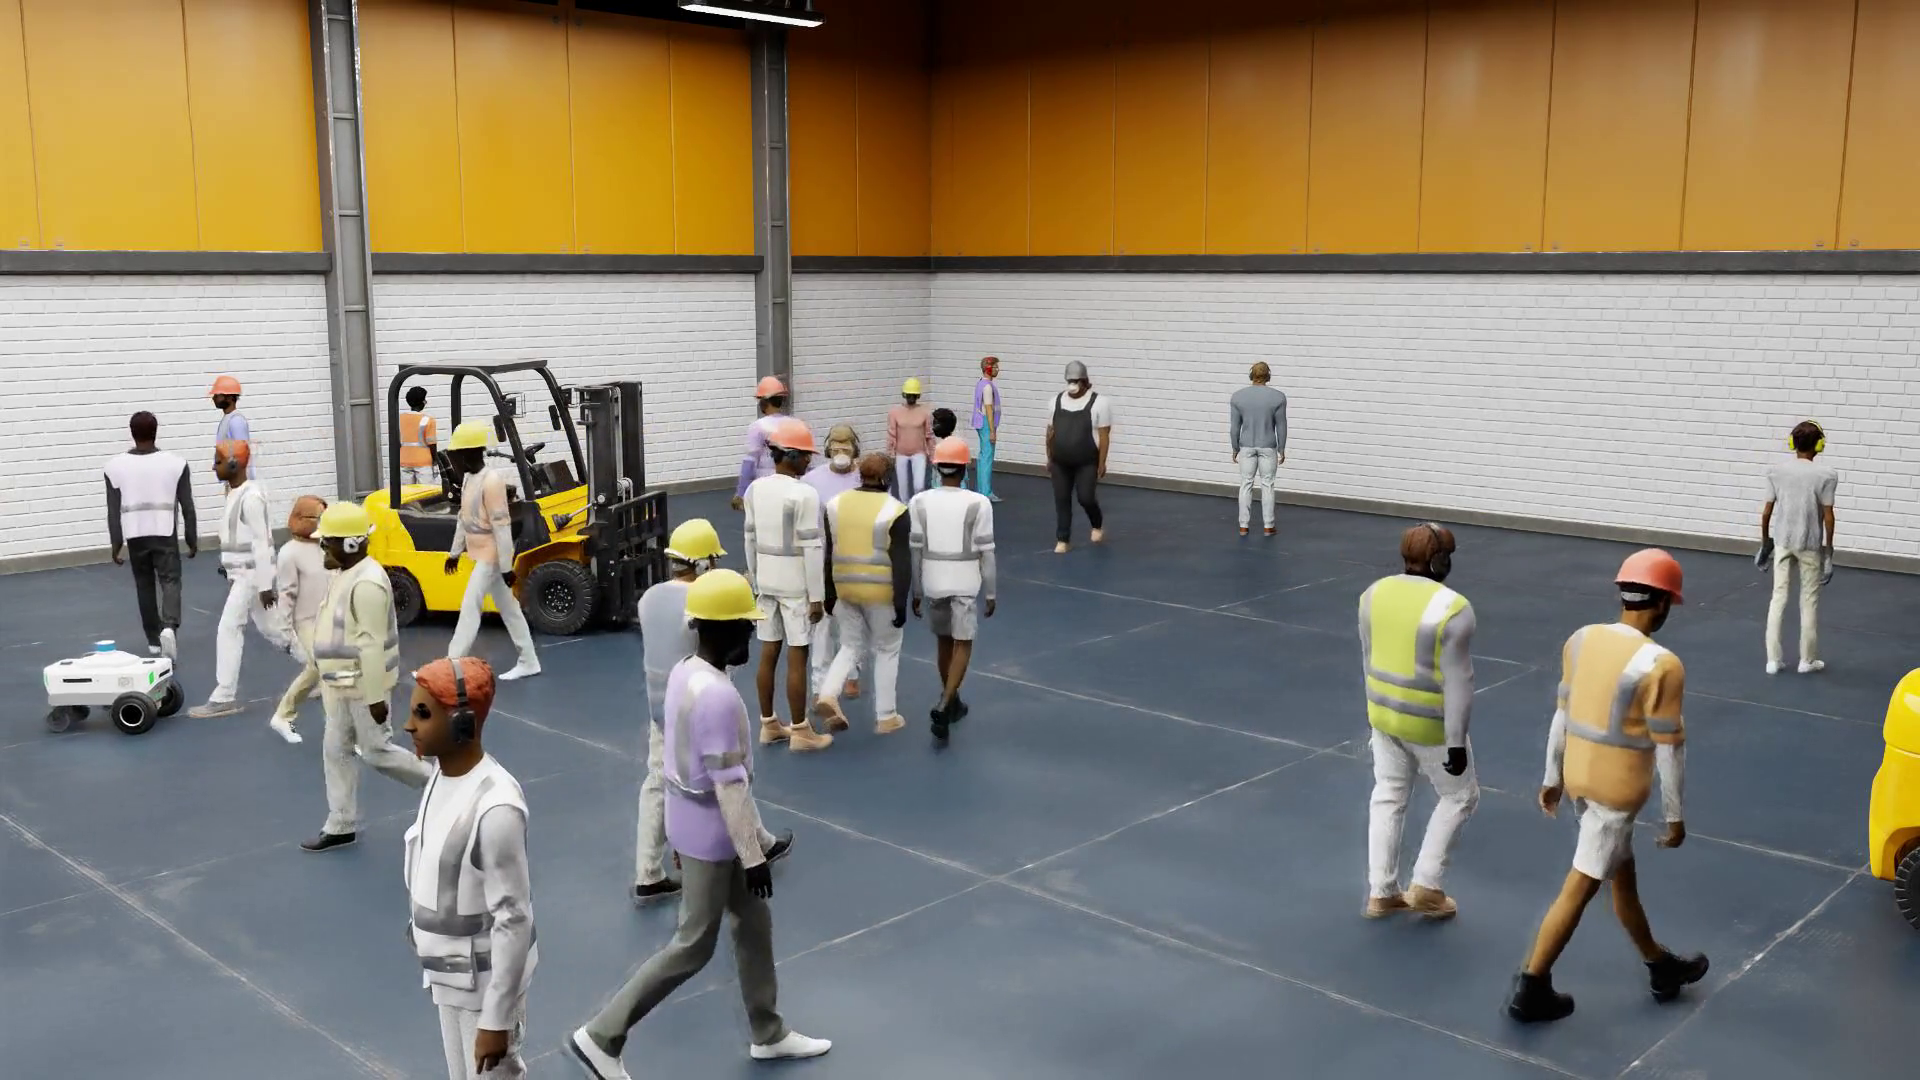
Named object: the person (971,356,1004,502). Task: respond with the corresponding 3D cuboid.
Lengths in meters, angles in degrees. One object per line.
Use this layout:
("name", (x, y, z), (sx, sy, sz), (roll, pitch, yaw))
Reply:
("person", (0.344, -1.402, 21.096), (0.389, 1.849, 0.567), (-1, 9, -8))

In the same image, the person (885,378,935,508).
("person", (-0.561, -0.934, 18.542), (0.544, 1.747, 0.502), (1, 9, 5))

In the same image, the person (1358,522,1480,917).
("person", (2.093, 0.825, 7.519), (0.510, 1.822, 0.658), (-6, 11, -32))

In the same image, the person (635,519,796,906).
("person", (-1.208, 0.783, 7.878), (0.623, 1.781, 0.912), (8, 12, 40))

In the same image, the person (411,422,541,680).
("person", (-3.425, 0.110, 11.723), (0.960, 1.877, 0.603), (-4, 10, -26))

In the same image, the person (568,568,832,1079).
("person", (-0.957, 1.041, 6.001), (0.905, 1.897, 0.603), (-2, 10, -13))

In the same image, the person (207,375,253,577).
("person", (-6.967, -0.607, 15.937), (0.350, 1.942, 0.542), (-6, 11, -33))

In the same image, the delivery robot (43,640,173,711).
("delivery robot", (-5.479, 0.891, 10.705), (0.707, 0.478, 0.477), (-1, 9, -3))

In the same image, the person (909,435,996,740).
("person", (-0.063, 0.294, 10.537), (0.554, 1.909, 0.881), (2, 10, 15))

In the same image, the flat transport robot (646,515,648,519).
("flat transport robot", (-4.143, -0.225, 18.705), (0.652, 0.197, 1.431), (7, 12, 38))

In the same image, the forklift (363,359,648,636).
("forklift", (-3.850, -0.407, 13.936), (2.313, 2.155, 1.214), (2, 9, 11))

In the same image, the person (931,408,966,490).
("person", (-0.162, -0.376, 15.325), (0.520, 1.678, 0.535), (0, 9, -3))

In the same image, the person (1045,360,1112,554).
("person", (1.215, -0.883, 17.326), (0.694, 2.000, 0.668), (4, 10, 24))

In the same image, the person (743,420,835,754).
("person", (-1.046, 0.283, 10.193), (0.609, 2.035, 0.403), (8, 12, 41))

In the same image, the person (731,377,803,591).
("person", (-1.686, -0.462, 14.911), (1.052, 1.994, 0.628), (6, 11, 34))

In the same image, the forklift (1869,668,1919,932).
("forklift", (5.205, 0.723, 7.013), (2.313, 2.155, 1.214), (9, 13, 43))

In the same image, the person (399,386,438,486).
("person", (-5.854, -0.813, 17.970), (0.529, 1.691, 0.318), (3, 10, 17))

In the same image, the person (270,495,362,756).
("person", (-3.965, 0.504, 10.167), (0.810, 1.597, 0.508), (3, 10, 19))

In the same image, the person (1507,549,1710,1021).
("person", (2.594, 0.966, 6.520), (0.981, 1.861, 0.558), (-3, 10, -16))

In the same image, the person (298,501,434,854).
("person", (-2.954, 0.685, 8.455), (0.795, 1.807, 0.602), (-6, 11, -30))

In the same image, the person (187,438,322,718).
("person", (-4.678, 0.229, 11.130), (0.957, 1.851, 0.574), (-5, 11, -30))

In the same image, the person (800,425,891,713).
("person", (-0.771, 0.176, 11.231), (0.646, 1.906, 0.725), (-1, 9, -4))

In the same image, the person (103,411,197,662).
("person", (-6.102, -0.027, 12.570), (0.602, 1.892, 0.861), (-4, 10, -22))

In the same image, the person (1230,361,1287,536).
("person", (3.298, -1.006, 18.395), (0.631, 1.940, 0.372), (3, 10, 16))

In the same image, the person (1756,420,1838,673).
("person", (6.110, 0.055, 12.129), (0.538, 1.869, 0.392), (9, 13, 43))

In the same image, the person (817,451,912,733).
("person", (-0.626, 0.360, 10.418), (0.642, 1.811, 0.696), (5, 10, 28))

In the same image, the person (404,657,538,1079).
("person", (-1.386, 1.251, 4.724), (0.355, 1.883, 0.572), (-6, 11, -32))
